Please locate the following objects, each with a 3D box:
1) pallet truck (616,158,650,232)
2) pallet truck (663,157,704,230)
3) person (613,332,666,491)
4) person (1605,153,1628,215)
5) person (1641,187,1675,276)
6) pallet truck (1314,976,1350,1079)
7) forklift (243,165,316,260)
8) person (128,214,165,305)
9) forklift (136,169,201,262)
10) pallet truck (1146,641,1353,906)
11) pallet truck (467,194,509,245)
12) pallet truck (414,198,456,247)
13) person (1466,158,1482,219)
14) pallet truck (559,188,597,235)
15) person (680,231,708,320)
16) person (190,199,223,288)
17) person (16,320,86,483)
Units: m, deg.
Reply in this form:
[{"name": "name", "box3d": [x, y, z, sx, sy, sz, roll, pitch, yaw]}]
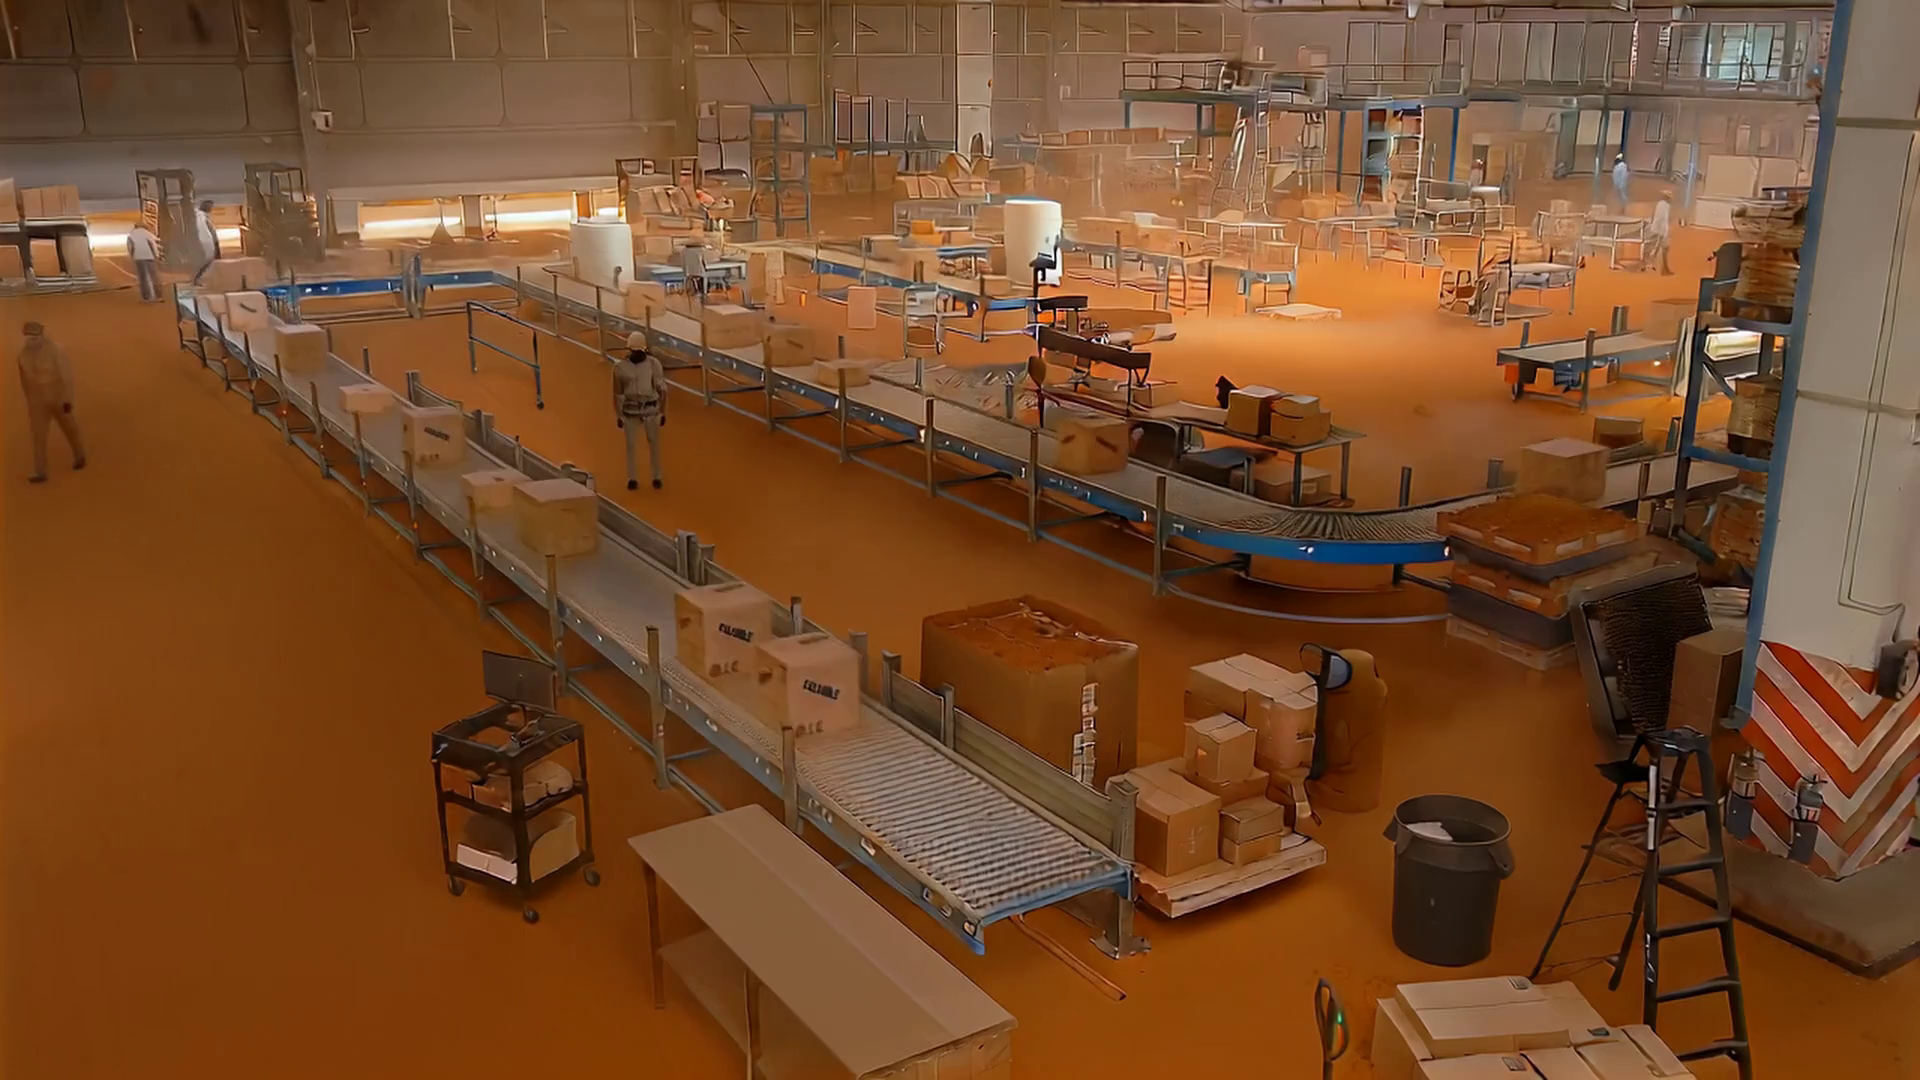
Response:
[{"name": "pallet truck", "box3d": [-8.918, -9.176, 44.255, 0.823, 1.965, 1.885, -9, 19, -27]}, {"name": "pallet truck", "box3d": [-7.586, -9.308, 44.692, 0.823, 1.965, 1.885, -11, 20, -33]}, {"name": "person", "box3d": [-3.626, -1.460, 18.871, 0.591, 1.826, 0.403, -3, 17, -11]}, {"name": "person", "box3d": [19.349, -10.442, 48.833, 0.597, 1.792, 0.927, -9, 19, -29]}, {"name": "person", "box3d": [15.273, -6.723, 36.230, 0.633, 1.912, 0.588, -3, 17, -9]}, {"name": "pallet truck", "box3d": [2.299, 2.390, 7.086, 1.601, 1.201, 0.680, -2, 17, -7]}, {"name": "forklift", "box3d": [-15.898, -7.669, 38.708, 1.157, 1.987, 2.680, -11, 20, -33]}, {"name": "person", "box3d": [-15.779, -5.430, 32.215, 0.544, 1.756, 0.367, -3, 17, -9]}, {"name": "forklift", "box3d": [-17.842, -7.318, 37.559, 1.157, 1.987, 2.680, -10, 20, -31]}, {"name": "pallet truck", "box3d": [1.664, 1.407, 10.232, 1.630, 1.274, 0.653, -10, 20, -31]}, {"name": "pallet truck", "box3d": [-11.983, -8.177, 42.137, 0.704, 1.261, 1.522, -11, 20, -33]}, {"name": "pallet truck", "box3d": [-13.250, -8.060, 41.856, 0.680, 1.201, 1.601, -10, 20, -31]}, {"name": "person", "box3d": [14.763, -10.074, 47.682, 0.487, 1.740, 0.313, -13, 21, -37]}, {"name": "pallet truck", "box3d": [-10.010, -8.652, 43.699, 0.653, 1.274, 1.630, -10, 20, -31]}, {"name": "person", "box3d": [-4.845, -4.824, 30.396, 0.497, 1.633, 0.285, 1, 17, 5]}, {"name": "person", "box3d": [-15.576, -6.147, 34.481, 0.835, 1.820, 0.581, -9, 19, -27]}, {"name": "person", "box3d": [-10.680, -1.664, 19.503, 0.650, 1.866, 0.982, 0, 17, -2]}]
